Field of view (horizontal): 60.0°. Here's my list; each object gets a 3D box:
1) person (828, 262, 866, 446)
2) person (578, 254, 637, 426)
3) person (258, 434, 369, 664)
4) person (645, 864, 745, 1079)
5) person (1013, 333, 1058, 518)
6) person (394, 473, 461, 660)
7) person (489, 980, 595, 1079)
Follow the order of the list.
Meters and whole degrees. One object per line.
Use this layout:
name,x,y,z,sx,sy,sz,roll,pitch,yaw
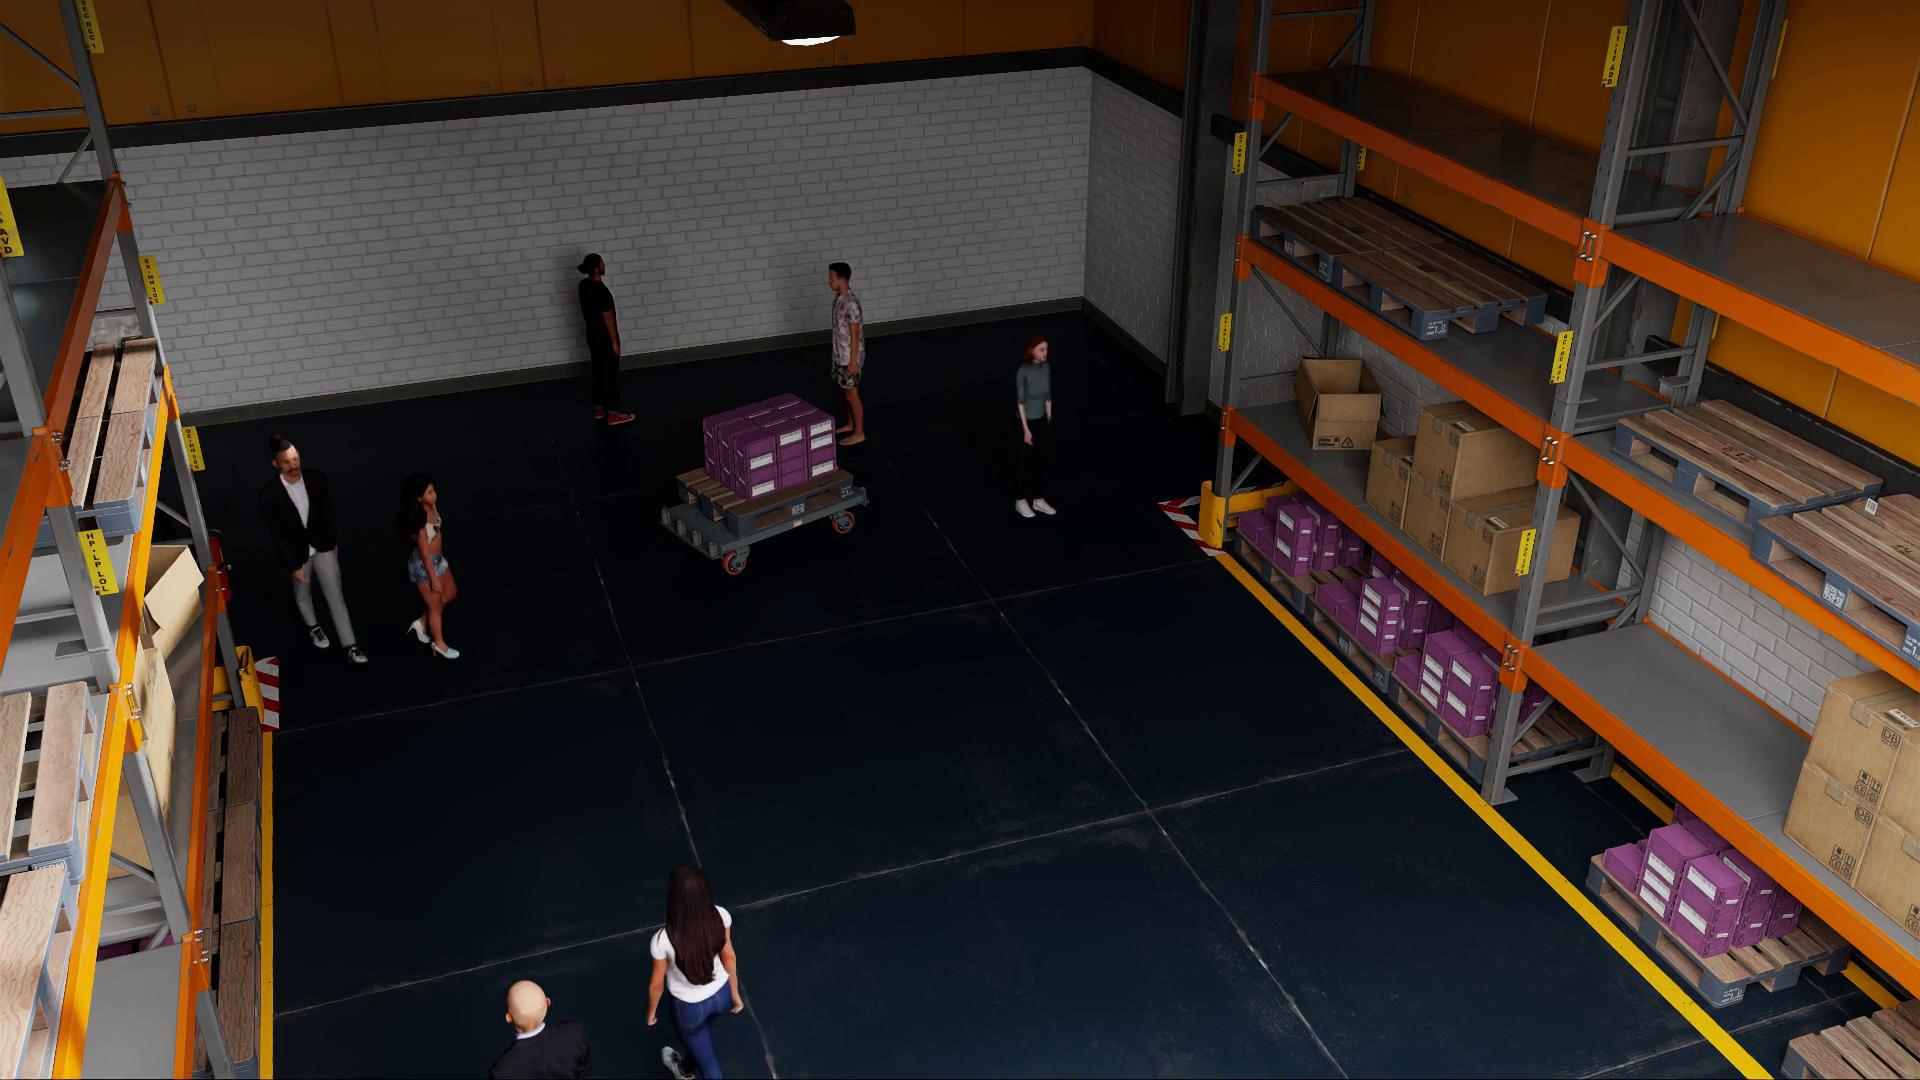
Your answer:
person,-1.078,-1.837,16.230,0.726,1.810,0.498,-11,30,-19
person,-3.576,-2.013,16.606,0.776,1.759,0.658,-25,37,-38
person,-5.057,0.030,12.704,0.929,1.908,1.219,-20,35,-33
person,-1.276,2.444,8.467,0.884,1.728,1.206,-22,36,-35
person,0.600,-1.023,14.814,0.675,1.736,0.709,-21,35,-33
person,-4.116,0.220,12.665,0.747,1.613,0.692,-1,29,-2
person,-1.913,2.775,7.786,0.763,1.800,0.731,-24,37,-36
